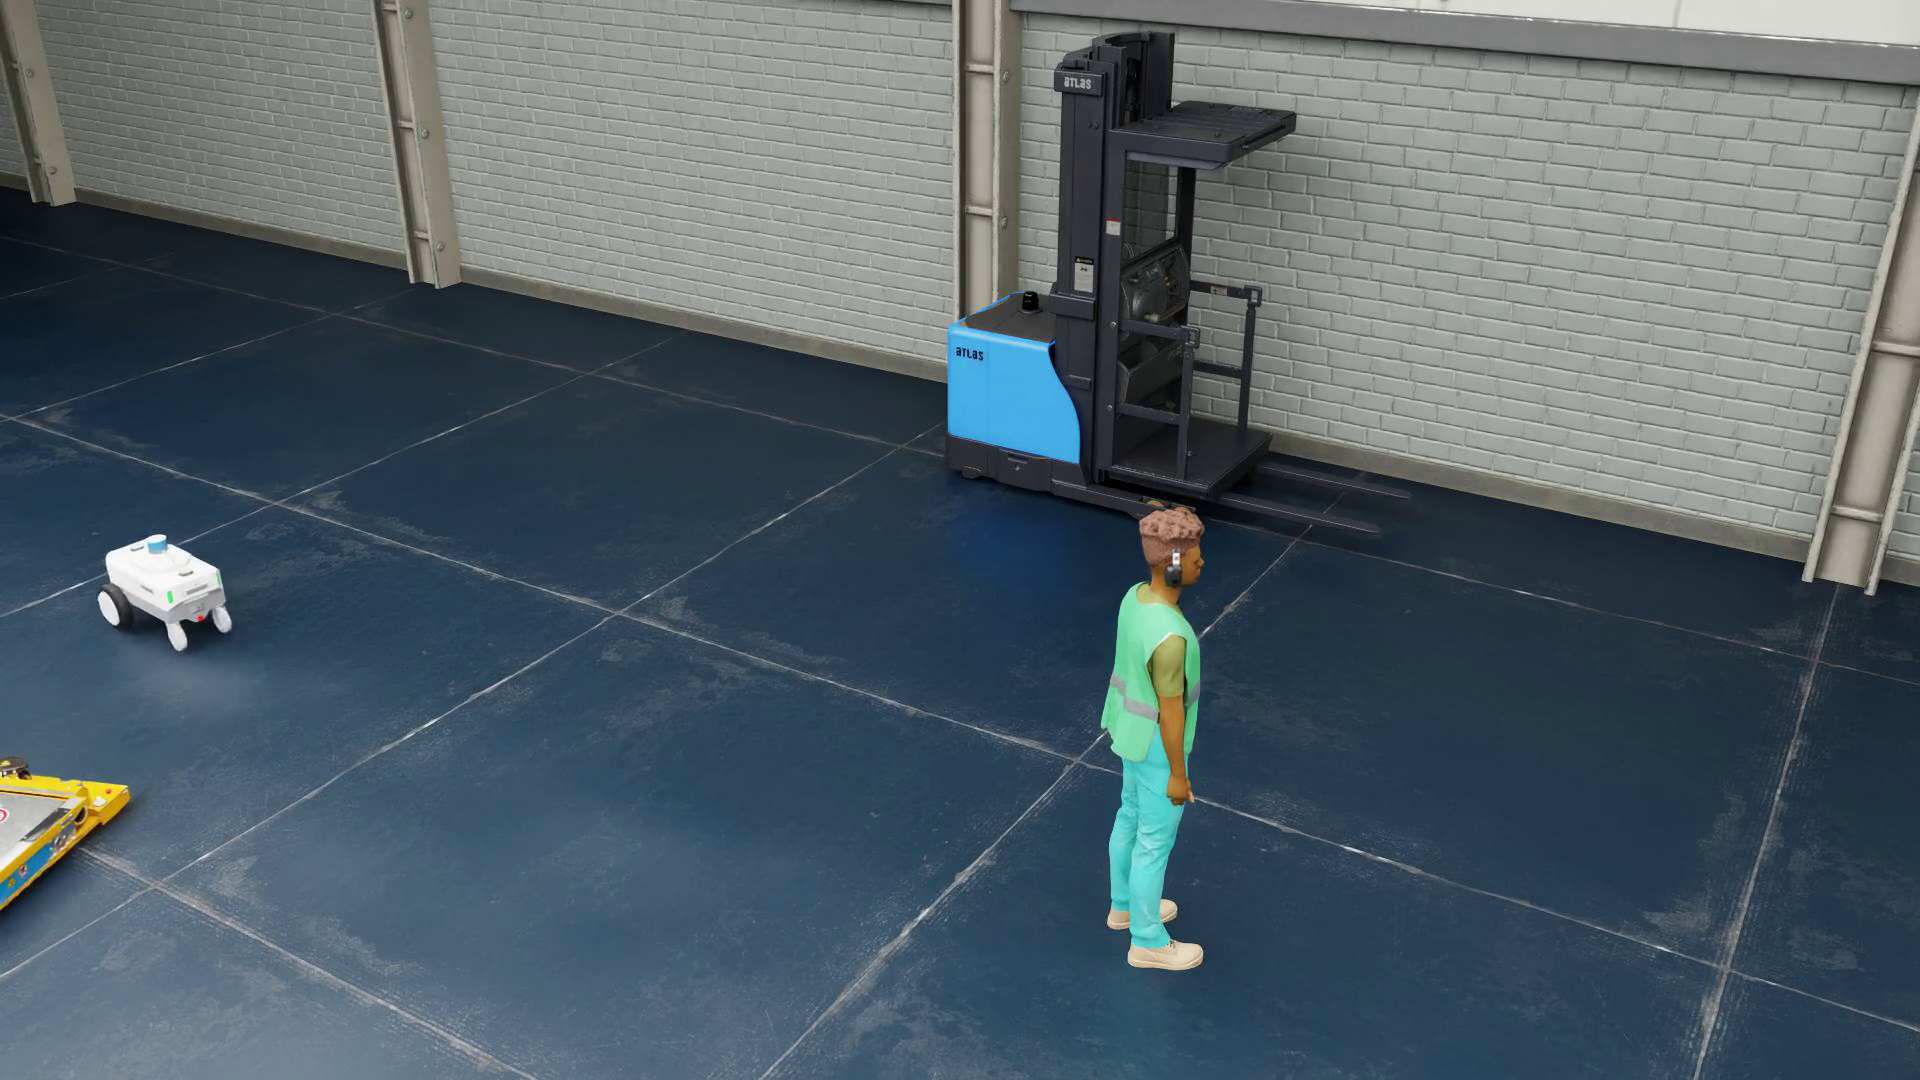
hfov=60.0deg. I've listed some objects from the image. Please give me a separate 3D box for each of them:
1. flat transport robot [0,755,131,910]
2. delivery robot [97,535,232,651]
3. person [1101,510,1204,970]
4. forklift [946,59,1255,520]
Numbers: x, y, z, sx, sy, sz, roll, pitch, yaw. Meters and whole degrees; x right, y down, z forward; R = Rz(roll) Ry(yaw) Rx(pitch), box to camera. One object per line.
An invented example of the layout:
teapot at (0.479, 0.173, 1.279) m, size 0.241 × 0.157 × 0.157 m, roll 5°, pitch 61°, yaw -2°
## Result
flat transport robot at (-4.359, 1.429, 7.236) m, size 0.659 × 0.231 × 1.431 m, roll 4°, pitch 26°, yaw 9°
delivery robot at (-4.490, 0.262, 9.392) m, size 0.811 × 0.614 × 0.499 m, roll 18°, pitch 31°, yaw 33°
person at (0.769, 0.797, 6.579) m, size 0.404 × 1.979 × 0.486 m, roll -5°, pitch 26°, yaw -11°
forklift at (0.933, -1.707, 10.833) m, size 1.873 × 2.768 × 1.129 m, roll 15°, pitch 29°, yaw 28°
